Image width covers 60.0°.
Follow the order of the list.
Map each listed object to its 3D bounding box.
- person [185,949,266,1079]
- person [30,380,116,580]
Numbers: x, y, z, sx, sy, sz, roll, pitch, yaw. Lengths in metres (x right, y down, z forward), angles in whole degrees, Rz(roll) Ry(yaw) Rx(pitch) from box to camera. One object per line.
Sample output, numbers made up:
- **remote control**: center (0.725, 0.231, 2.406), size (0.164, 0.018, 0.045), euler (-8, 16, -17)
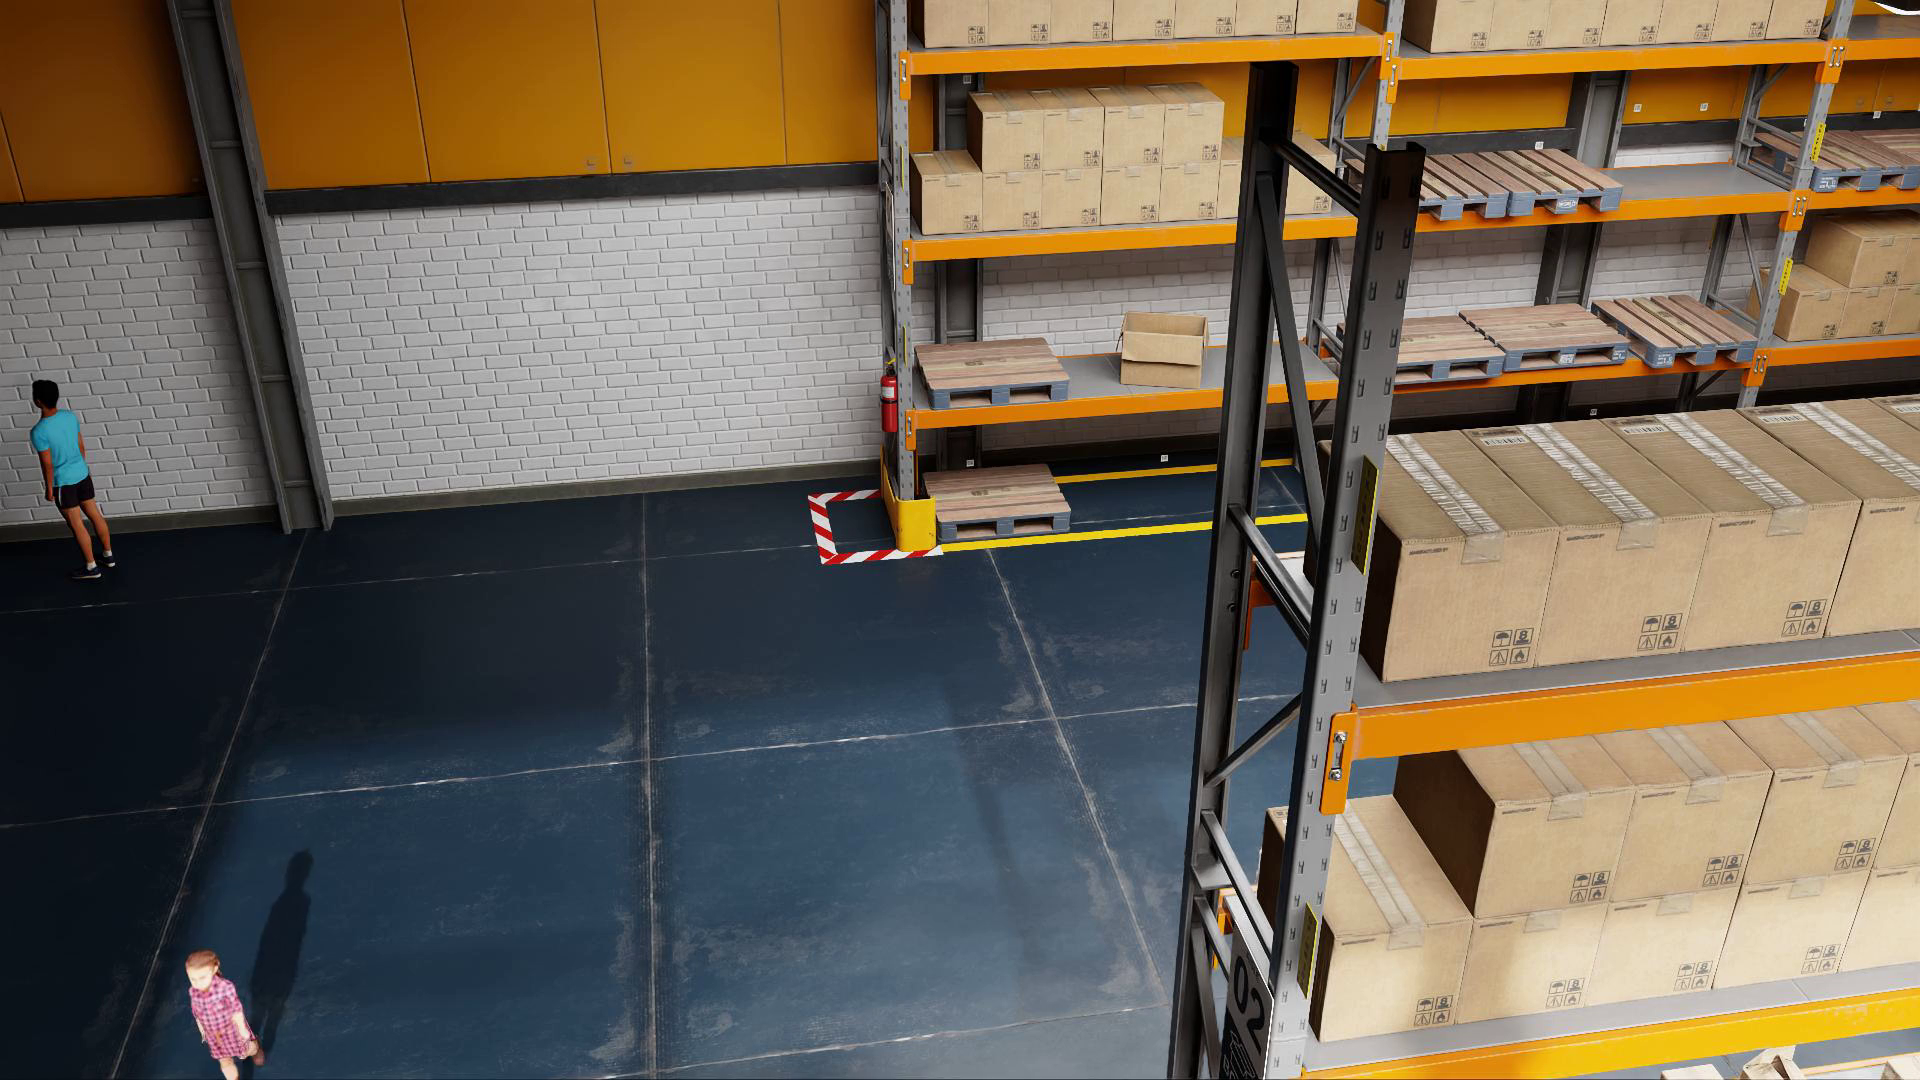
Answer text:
- **person**: center (-3.979, 2.605, 9.032), size (0.599, 1.013, 0.542), euler (0, 29, -1)
- **person**: center (-7.462, -0.515, 13.955), size (0.673, 1.776, 0.688), euler (8, 30, 14)
